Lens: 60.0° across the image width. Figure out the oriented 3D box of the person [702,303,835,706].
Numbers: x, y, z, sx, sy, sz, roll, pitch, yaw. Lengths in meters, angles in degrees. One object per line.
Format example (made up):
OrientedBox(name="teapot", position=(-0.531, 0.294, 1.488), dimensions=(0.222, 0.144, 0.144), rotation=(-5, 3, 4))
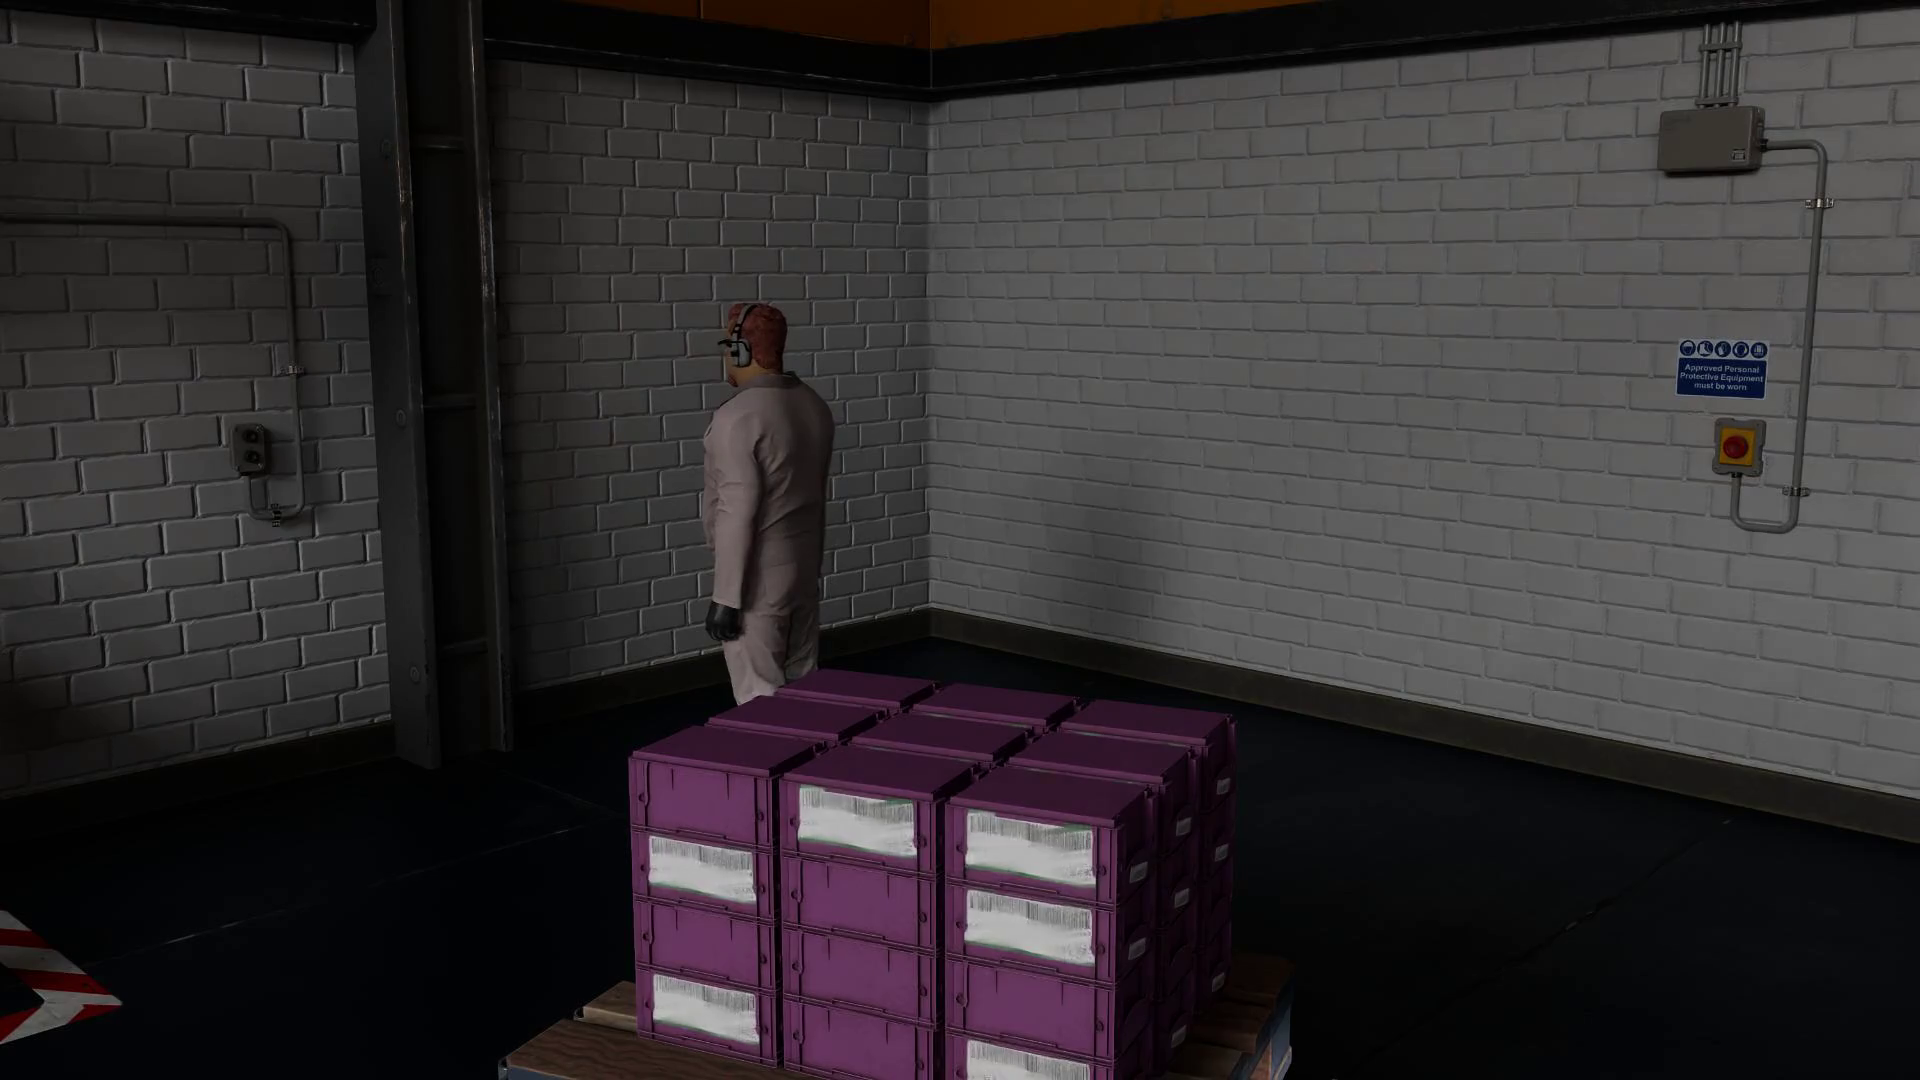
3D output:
OrientedBox(name="person", position=(-0.697, 0.132, 5.814), dimensions=(0.403, 1.906, 0.652), rotation=(4, 10, 24))
